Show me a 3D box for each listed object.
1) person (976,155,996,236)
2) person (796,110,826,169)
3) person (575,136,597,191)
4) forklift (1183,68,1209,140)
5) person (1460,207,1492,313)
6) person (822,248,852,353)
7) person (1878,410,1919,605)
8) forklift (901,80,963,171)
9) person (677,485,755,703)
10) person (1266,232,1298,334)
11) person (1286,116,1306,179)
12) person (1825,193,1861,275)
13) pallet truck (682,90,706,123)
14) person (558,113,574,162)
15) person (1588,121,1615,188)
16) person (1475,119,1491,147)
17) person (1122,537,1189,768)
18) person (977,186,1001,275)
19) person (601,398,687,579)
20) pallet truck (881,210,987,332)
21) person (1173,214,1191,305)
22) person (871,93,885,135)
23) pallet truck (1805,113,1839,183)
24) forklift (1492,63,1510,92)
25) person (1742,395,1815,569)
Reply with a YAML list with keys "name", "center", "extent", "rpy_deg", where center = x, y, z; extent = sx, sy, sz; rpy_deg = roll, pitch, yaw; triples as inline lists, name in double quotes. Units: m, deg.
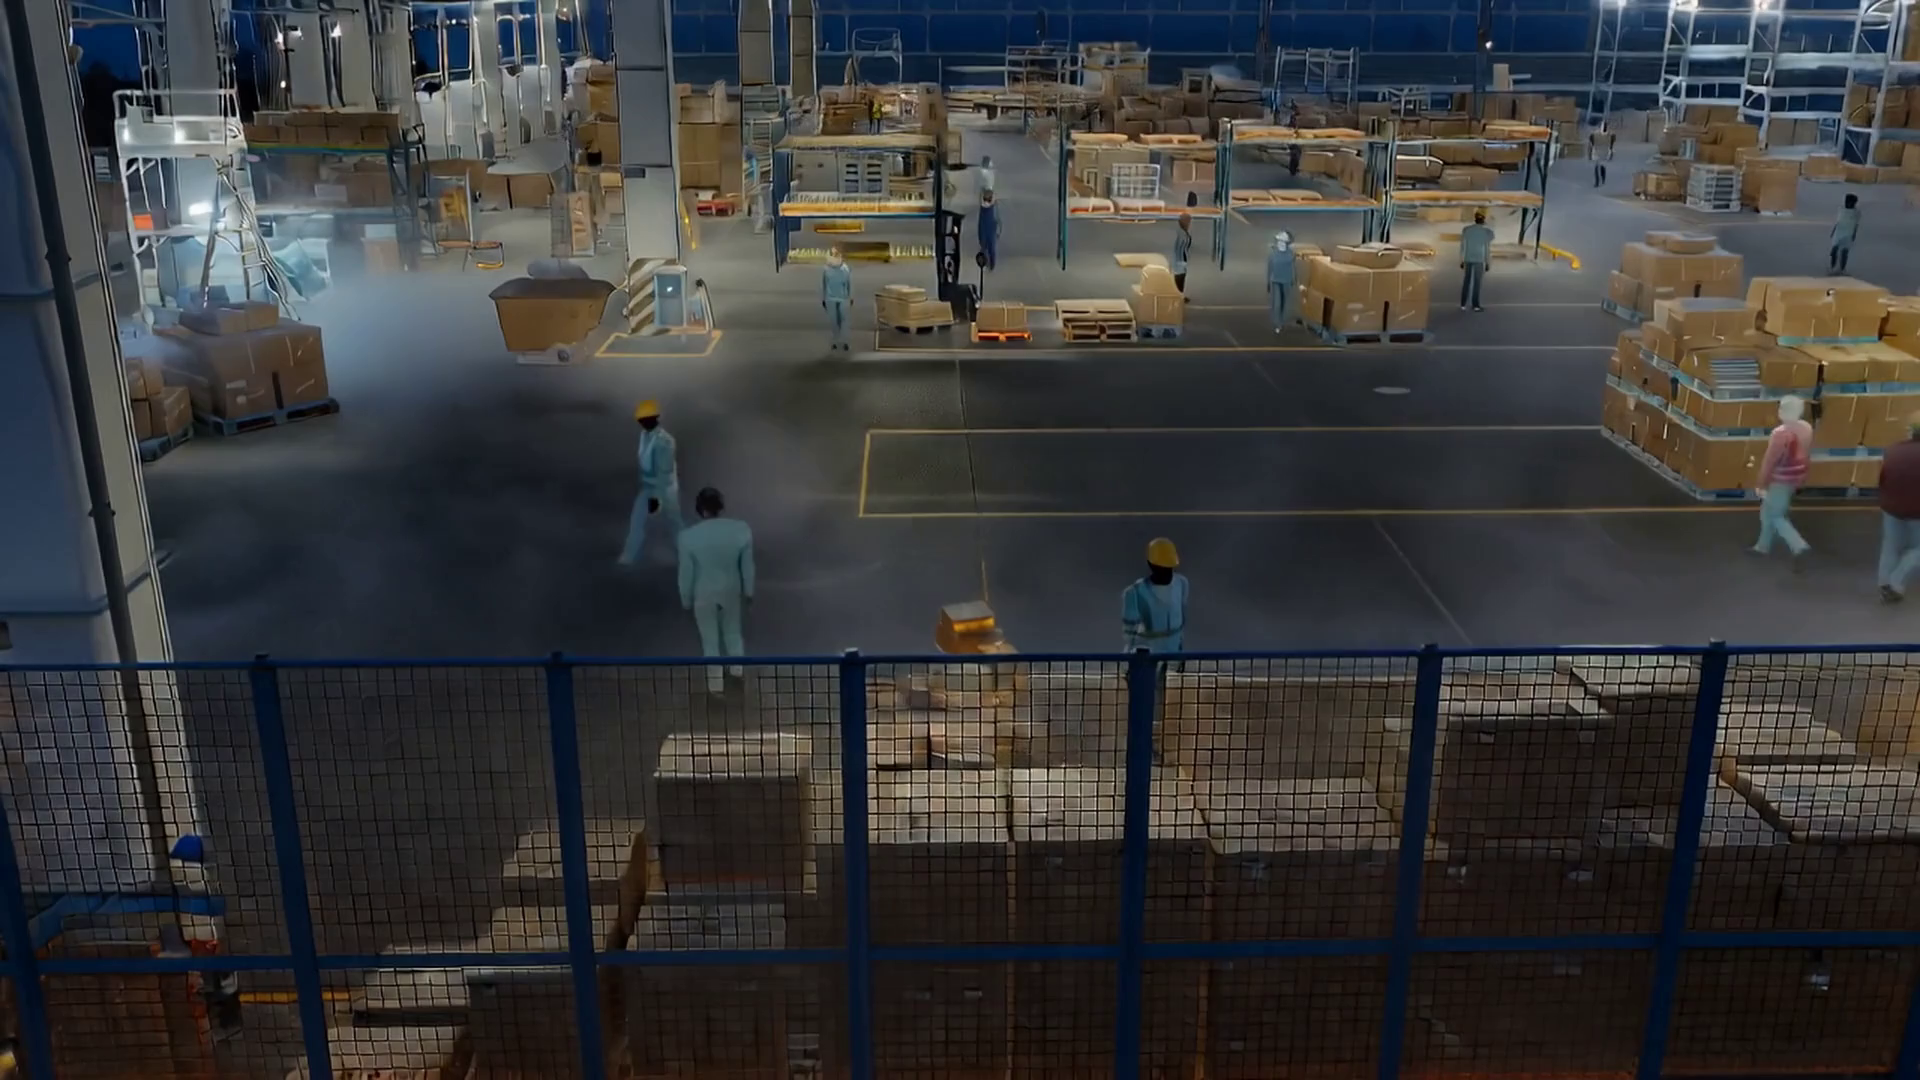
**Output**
- name: "person"
  center: [0.663, -8.197, 39.661]
  extent: [0.547, 1.921, 0.660]
  rpy_deg: [9, 21, 25]
- name: "person"
  center: [-4.889, -12.993, 53.968]
  extent: [1.047, 1.892, 0.647]
  rpy_deg: [-14, 23, -35]
- name: "person"
  center: [-9.984, -9.831, 44.548]
  extent: [0.568, 1.894, 0.853]
  rpy_deg: [-13, 23, -35]
- name: "forklift"
  center: [8.563, -15.807, 60.765]
  extent: [1.129, 2.768, 1.873]
  rpy_deg: [4, 19, 13]
- name: "person"
  center: [9.513, -5.173, 30.685]
  extent: [0.382, 1.924, 0.594]
  rpy_deg: [-17, 25, -41]
- name: "person"
  center: [-2.017, -3.932, 27.333]
  extent: [0.509, 1.711, 0.777]
  rpy_deg: [-2, 19, -5]
- name: "person"
  center: [9.217, -0.307, 16.162]
  extent: [0.433, 1.980, 0.645]
  rpy_deg: [-9, 21, -25]
- name: "forklift"
  center: [-0.976, -13.185, 52.985]
  extent: [1.873, 2.768, 1.129]
  rpy_deg: [-9, 21, -26]
- name: "person"
  center: [-2.027, 0.482, 13.910]
  extent: [0.650, 1.927, 0.505]
  rpy_deg: [-8, 20, -22]
- name: "person"
  center: [5.607, -4.533, 29.085]
  extent: [0.525, 1.734, 0.857]
  rpy_deg: [-1, 19, -2]
- name: "person"
  center: [10.370, -12.158, 51.446]
  extent: [0.593, 1.903, 0.477]
  rpy_deg: [1, 19, 3]
- name: "person"
  center: [18.292, -6.326, 34.457]
  extent: [0.483, 1.685, 0.555]
  rpy_deg: [-13, 23, -34]
- name: "pallet truck"
  center: [-9.671, -15.907, 62.421]
  extent: [0.823, 1.965, 1.885]
  rpy_deg: [5, 19, 15]
- name: "person"
  center: [-13.234, -13.499, 55.867]
  extent: [0.520, 1.614, 0.668]
  rpy_deg: [-3, 19, -7]
- name: "person"
  center: [18.914, -11.378, 49.083]
  extent: [0.633, 1.934, 0.777]
  rpy_deg: [13, 22, 33]
- name: "person"
  center: [15.820, -11.804, 50.425]
  extent: [0.564, 1.888, 0.986]
  rpy_deg: [-2, 19, -6]
- name: "person"
  center: [1.506, 0.888, 12.706]
  extent: [0.594, 1.925, 0.376]
  rpy_deg: [-11, 21, -29]
- name: "person"
  center: [0.628, -6.473, 34.710]
  extent: [0.536, 1.824, 0.583]
  rpy_deg: [9, 21, 25]
- name: "person"
  center: [-3.158, -0.492, 16.841]
  extent: [1.013, 1.893, 0.612]
  rpy_deg: [-14, 23, -36]
- name: "pallet truck"
  center: [-0.493, -4.759, 29.349]
  extent: [1.885, 1.965, 0.823]
  rpy_deg: [-13, 23, -34]
- name: "person"
  center: [4.210, -5.314, 31.460]
  extent: [0.315, 1.696, 0.541]
  rpy_deg: [-4, 19, -11]
- name: "person"
  center: [-3.096, -15.673, 61.924]
  extent: [0.608, 1.878, 0.570]
  rpy_deg: [17, 25, 41]
- name: "pallet truck"
  center: [26.403, -11.957, 50.702]
  extent: [0.823, 1.965, 1.885]
  rpy_deg: [6, 19, 16]
- name: "forklift"
  center: [20.676, -16.872, 63.923]
  extent: [1.873, 2.768, 1.129]
  rpy_deg: [-1, 19, -1]
- name: "person"
  center: [8.612, -0.589, 17.261]
  extent: [0.627, 1.818, 0.725]
  rpy_deg: [-15, 24, -38]
